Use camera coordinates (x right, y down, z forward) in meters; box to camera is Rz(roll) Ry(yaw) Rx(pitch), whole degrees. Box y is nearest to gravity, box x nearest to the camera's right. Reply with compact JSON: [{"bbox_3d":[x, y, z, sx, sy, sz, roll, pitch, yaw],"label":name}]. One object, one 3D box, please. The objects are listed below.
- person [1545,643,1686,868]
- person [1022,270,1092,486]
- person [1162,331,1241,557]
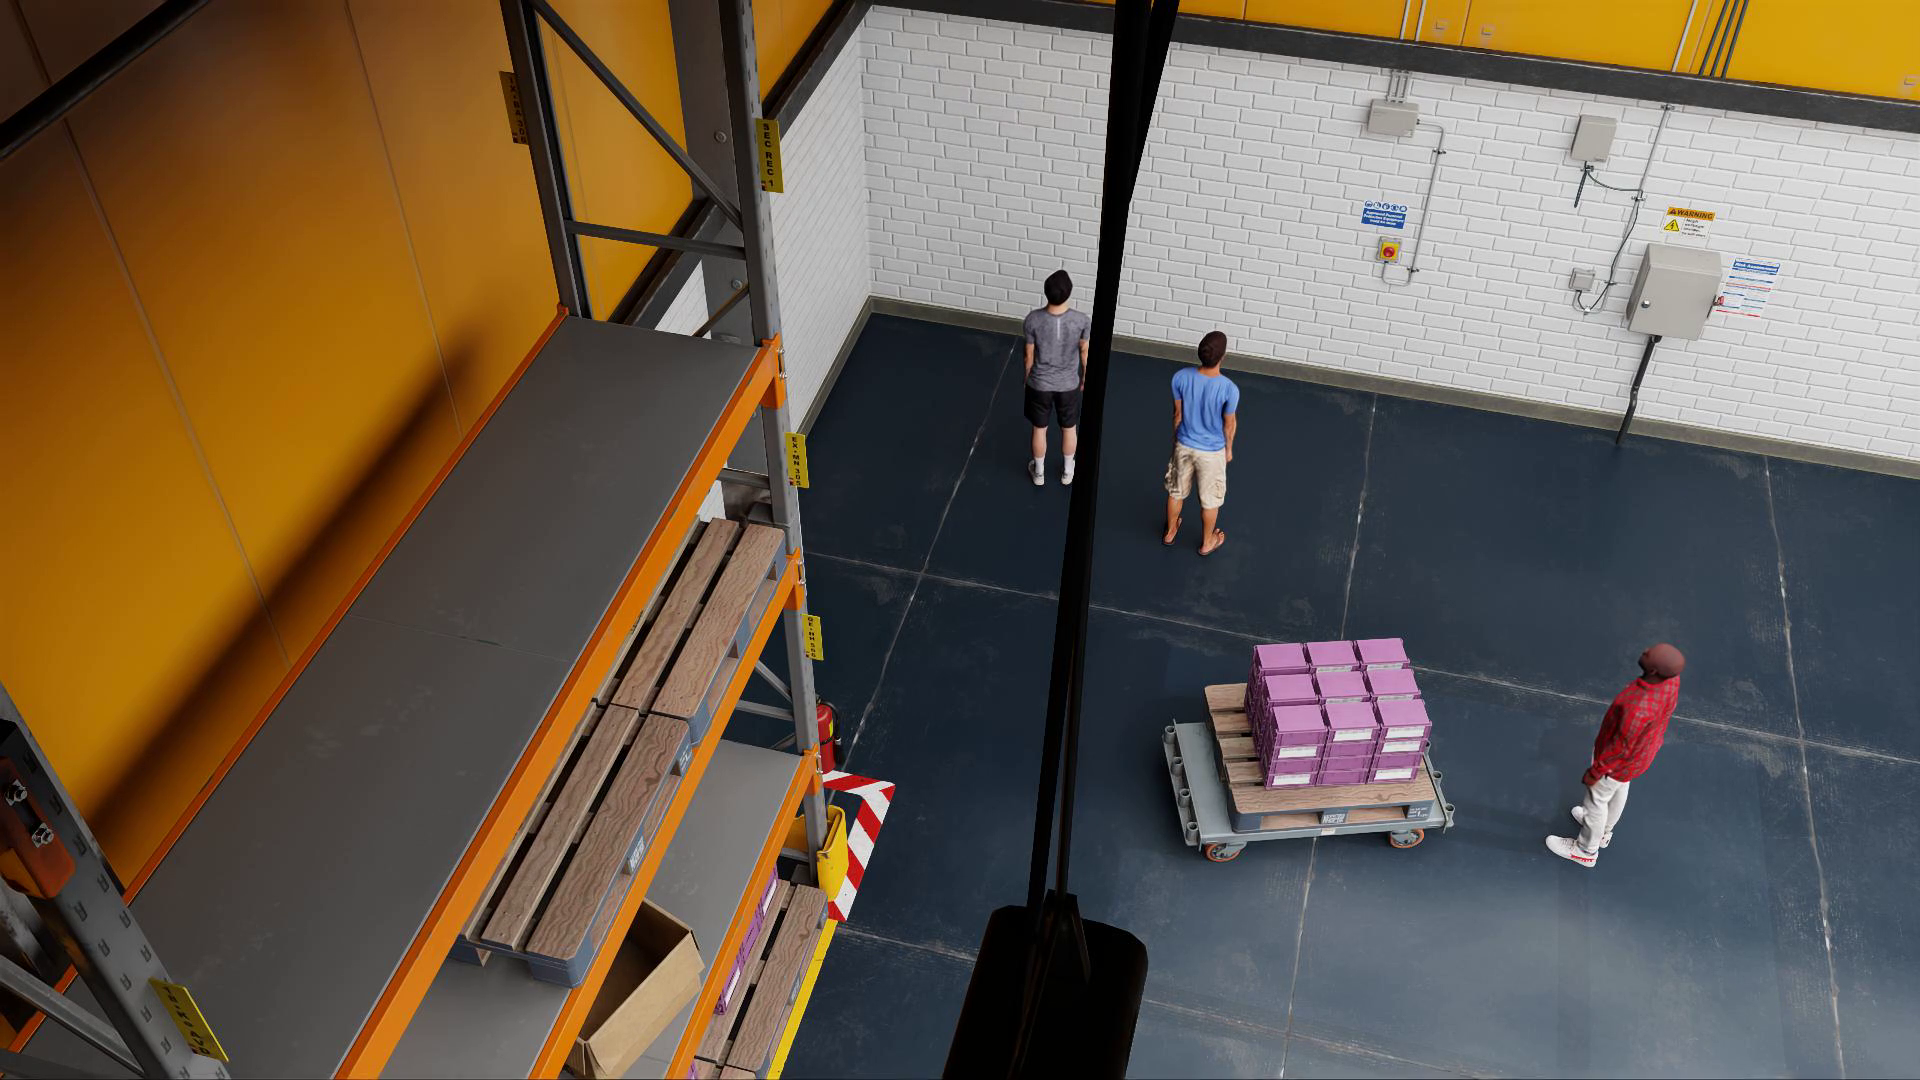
[{"bbox_3d":[3.866,1.229,9.669,0.708,1.819,0.815,-32,52,-29],"label":"person"},{"bbox_3d":[0.689,-1.165,12.145,0.709,1.871,0.641,1,44,1],"label":"person"},{"bbox_3d":[1.683,-0.668,11.629,0.688,1.864,0.626,18,47,18],"label":"person"}]
